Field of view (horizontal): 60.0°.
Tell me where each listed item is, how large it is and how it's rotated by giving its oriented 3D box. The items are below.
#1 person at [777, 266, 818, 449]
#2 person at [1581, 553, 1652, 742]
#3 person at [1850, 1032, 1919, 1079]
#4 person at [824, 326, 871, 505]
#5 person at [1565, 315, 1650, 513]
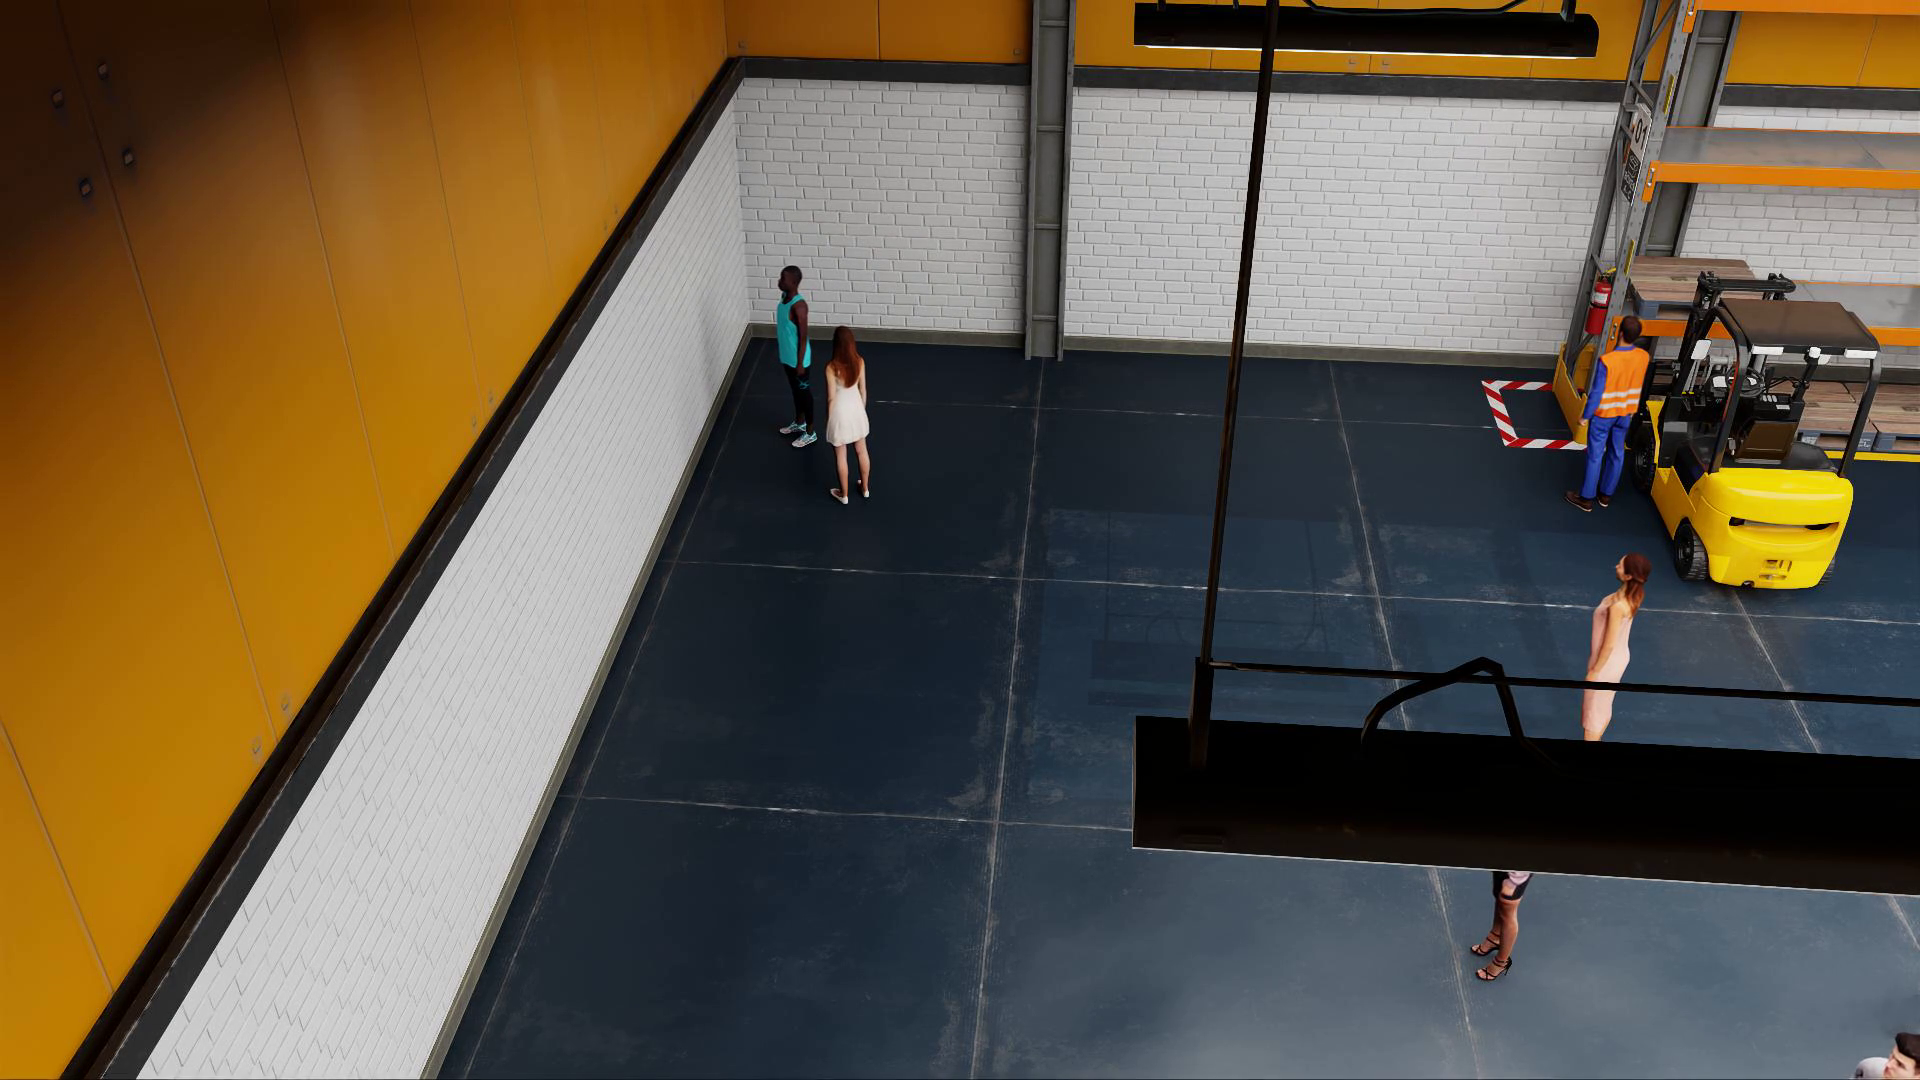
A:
[{"bbox_3d":[-1.536,-1.744,15.660,0.678,1.811,0.675,-14,36,-21],"label":"person"},{"bbox_3d":[4.568,0.863,11.718,0.675,1.832,0.667,23,40,30],"label":"person"},{"bbox_3d":[4.486,3.117,8.274,0.646,1.889,0.721,-5,34,-7],"label":"person"},{"bbox_3d":[-1.010,-1.121,14.813,0.617,1.711,0.706,-17,37,-24],"label":"person"},{"bbox_3d":[5.737,-1.118,14.671,0.684,1.863,0.826,-9,35,-14],"label":"person"}]
